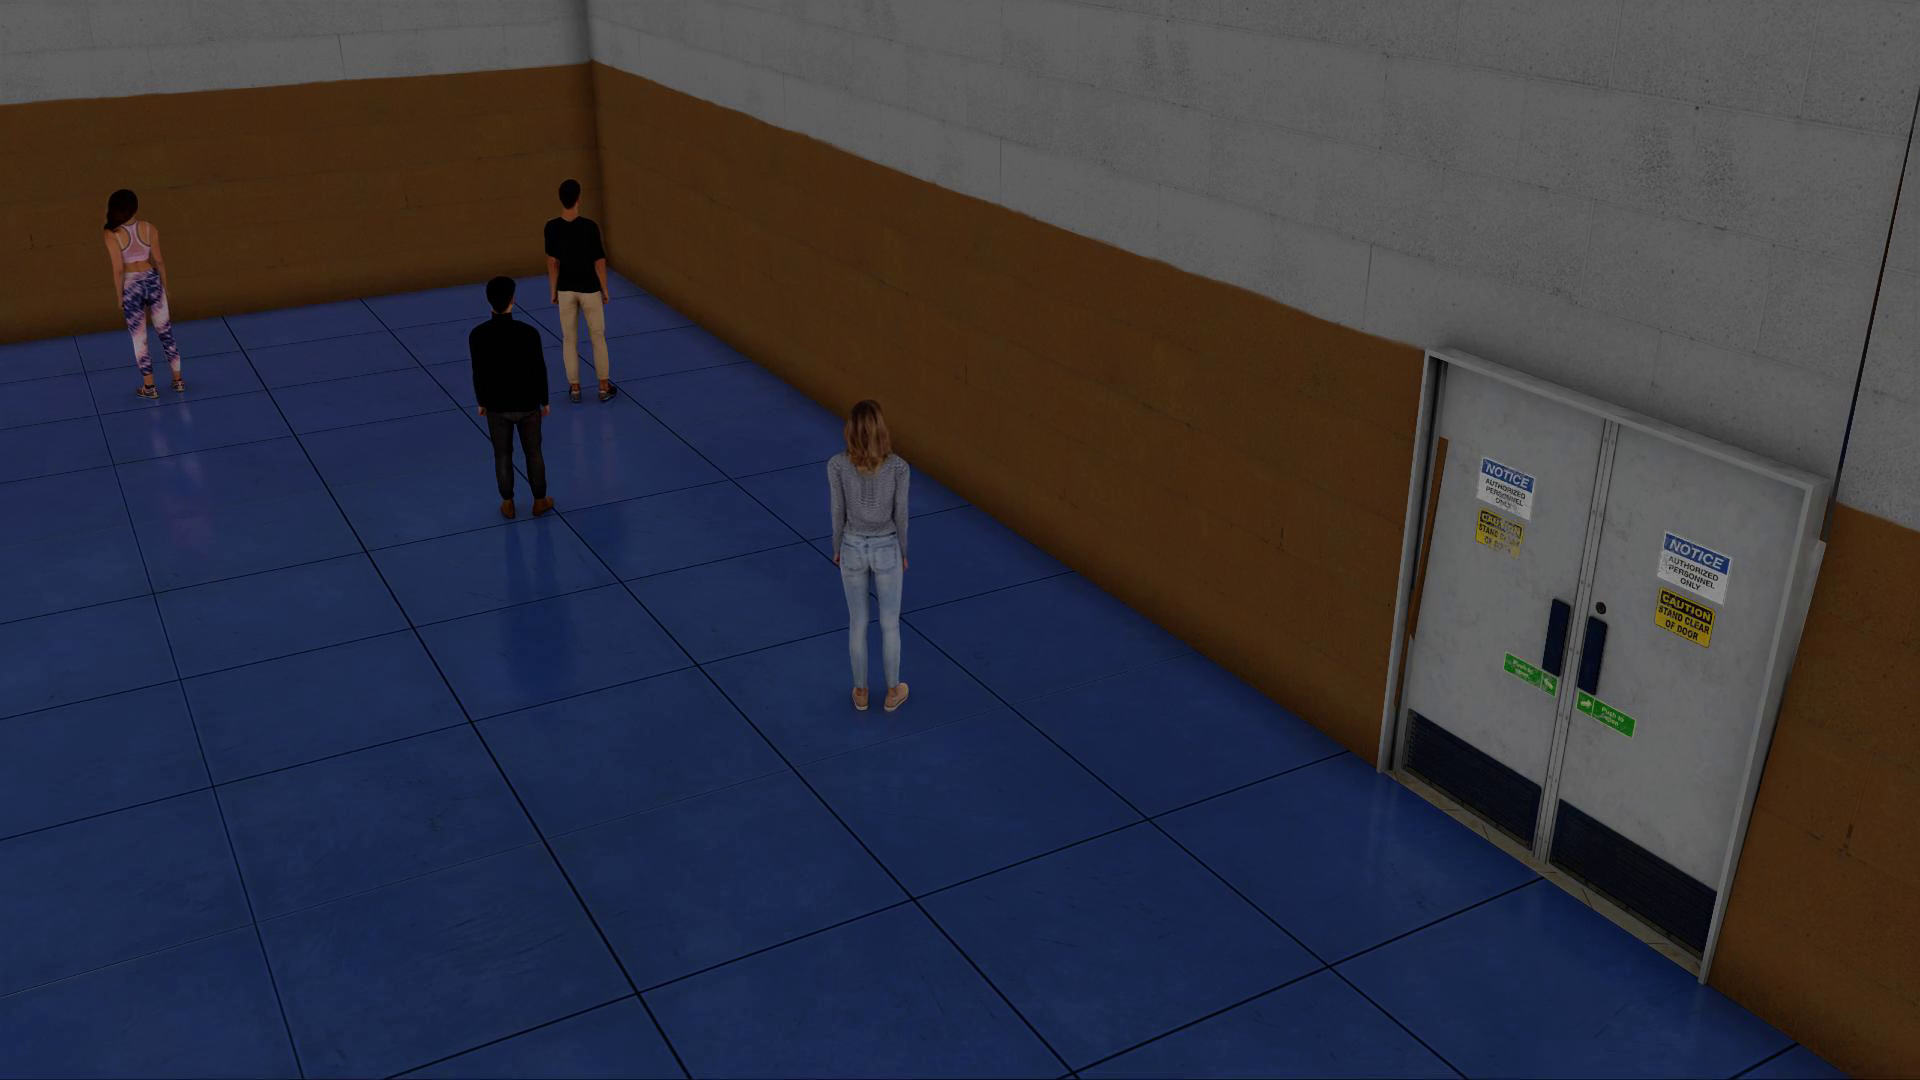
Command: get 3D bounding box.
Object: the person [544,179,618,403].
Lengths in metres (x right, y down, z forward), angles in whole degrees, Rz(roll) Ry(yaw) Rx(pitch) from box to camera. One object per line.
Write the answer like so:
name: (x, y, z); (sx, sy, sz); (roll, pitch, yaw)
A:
person: (-3.175, -2.074, 13.868); (0.636, 1.859, 0.774); (-1, 24, -2)

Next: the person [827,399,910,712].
person: (-0.482, 0.090, 9.035); (0.624, 1.796, 0.719); (3, 24, 6)

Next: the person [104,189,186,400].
person: (-6.904, -2.085, 14.041); (0.705, 1.767, 0.559); (21, 31, 39)

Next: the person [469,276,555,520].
person: (-3.124, -0.990, 11.592); (0.606, 1.723, 0.777); (-4, 24, -8)
